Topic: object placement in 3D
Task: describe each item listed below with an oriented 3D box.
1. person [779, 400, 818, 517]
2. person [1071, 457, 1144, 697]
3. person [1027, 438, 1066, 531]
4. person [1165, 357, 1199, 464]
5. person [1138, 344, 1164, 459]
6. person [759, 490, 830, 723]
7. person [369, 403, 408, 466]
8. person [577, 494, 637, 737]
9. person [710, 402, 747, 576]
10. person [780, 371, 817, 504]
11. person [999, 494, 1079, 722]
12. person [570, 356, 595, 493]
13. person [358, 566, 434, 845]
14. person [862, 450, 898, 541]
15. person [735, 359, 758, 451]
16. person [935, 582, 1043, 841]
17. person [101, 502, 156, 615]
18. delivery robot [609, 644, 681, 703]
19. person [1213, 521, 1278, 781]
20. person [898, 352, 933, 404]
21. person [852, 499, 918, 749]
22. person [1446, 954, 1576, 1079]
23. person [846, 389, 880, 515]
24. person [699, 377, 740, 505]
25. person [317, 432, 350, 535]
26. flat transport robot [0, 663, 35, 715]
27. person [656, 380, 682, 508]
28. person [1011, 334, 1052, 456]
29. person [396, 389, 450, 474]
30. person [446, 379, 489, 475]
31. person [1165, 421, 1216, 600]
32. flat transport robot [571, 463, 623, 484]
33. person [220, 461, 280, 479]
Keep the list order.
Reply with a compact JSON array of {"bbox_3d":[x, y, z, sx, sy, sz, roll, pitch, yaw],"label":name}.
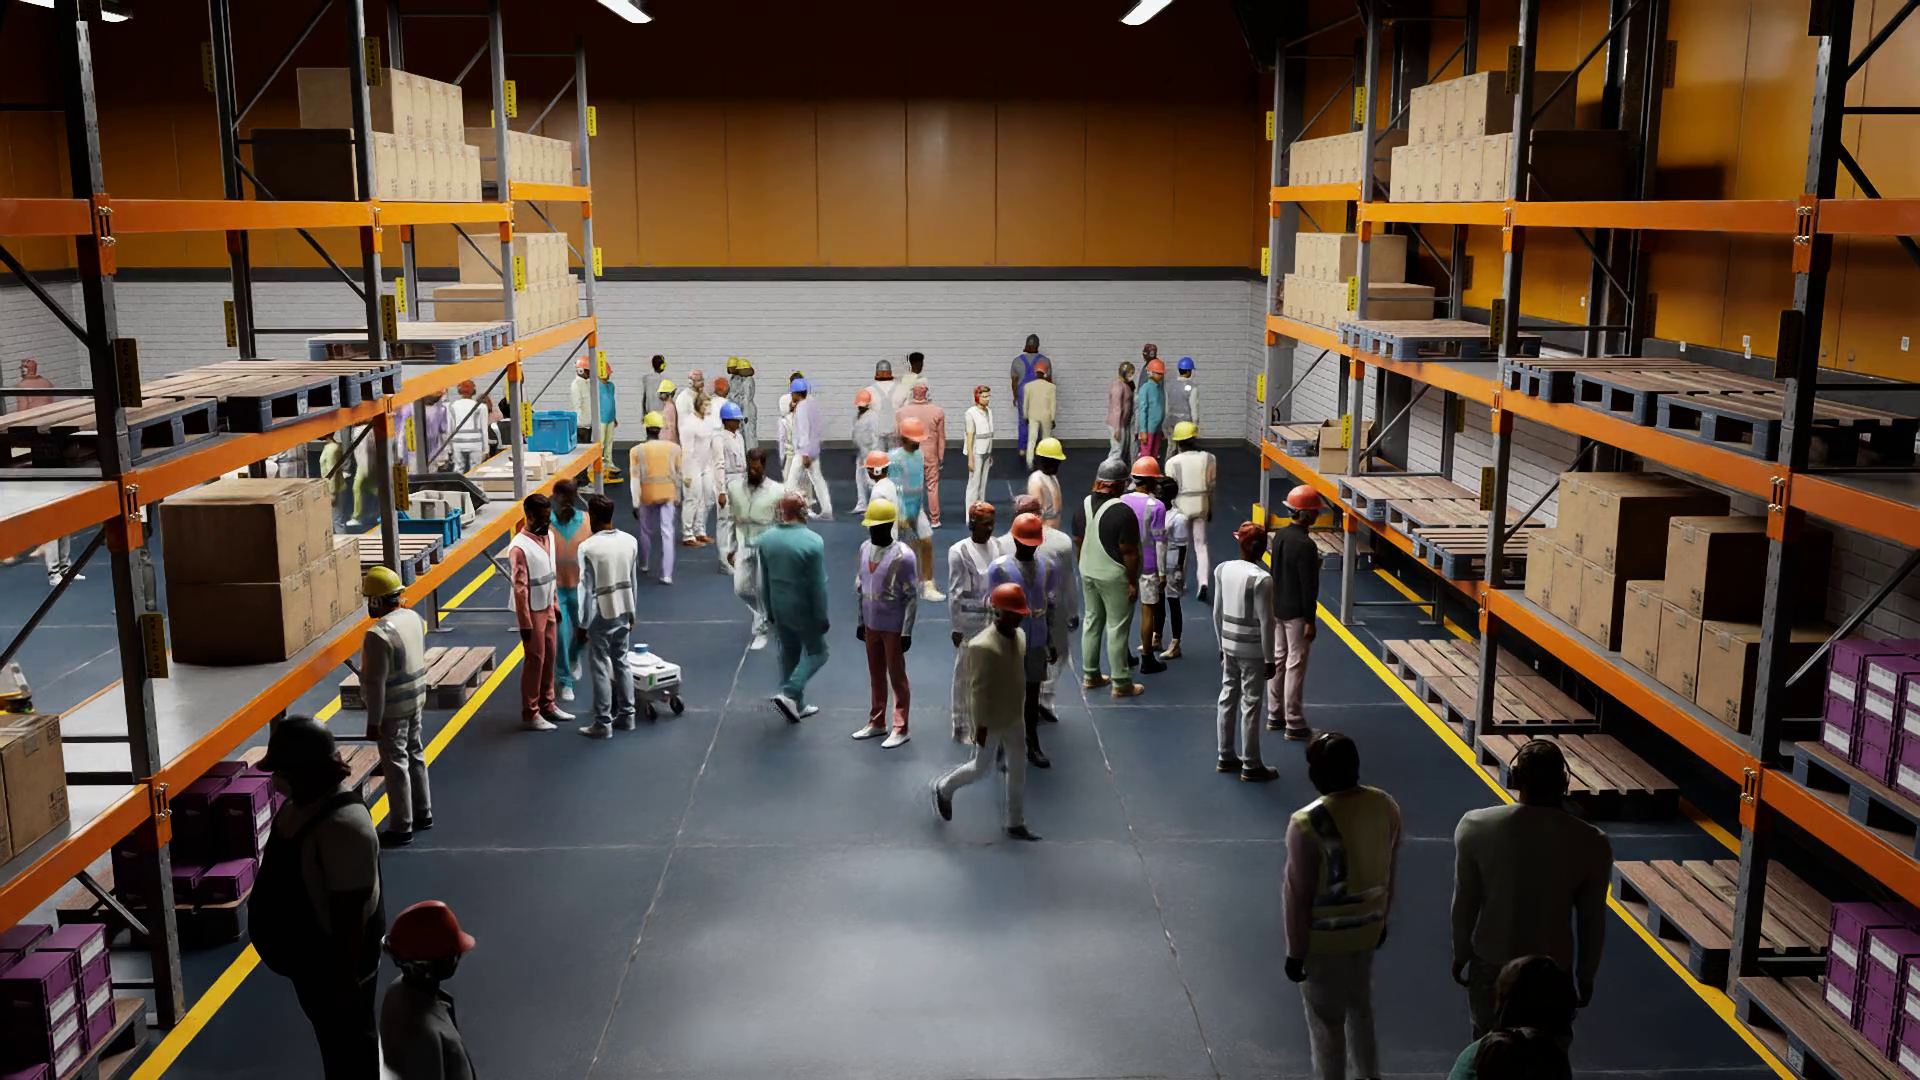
[{"bbox_3d":[-2.153,-1.085,22.159,0.543,1.615,0.558,-8,14,-35],"label":"person"},{"bbox_3d":[1.303,0.298,14.136,0.536,2.000,0.673,-9,14,-38],"label":"person"},{"bbox_3d":[0.829,-0.039,16.163,0.418,1.936,0.613,4,12,19],"label":"person"},{"bbox_3d":[3.281,-1.728,24.570,0.404,1.942,0.613,-10,15,-41],"label":"person"},{"bbox_3d":[3.126,-2.280,27.404,0.399,1.909,0.642,-2,12,-12],"label":"person"},{"bbox_3d":[-1.317,0.544,13.261,0.662,1.894,0.518,9,14,37],"label":"person"},{"bbox_3d":[-8.891,-1.996,25.832,0.650,1.962,0.598,-6,13,-28],"label":"person"},{"bbox_3d":[-2.742,0.590,13.021,0.396,1.908,0.599,7,13,31],"label":"person"},{"bbox_3d":[-2.593,-0.585,18.792,0.382,1.951,0.606,4,12,17],"label":"person"},{"bbox_3d":[-2.243,-1.407,23.111,0.521,1.874,0.328,1,11,6],"label":"person"},{"bbox_3d":[0.629,0.555,13.276,0.667,1.879,0.496,4,12,21],"label":"person"},{"bbox_3d":[-5.458,-1.678,24.181,0.388,1.987,0.608,0,11,-1],"label":"person"},{"bbox_3d":[-3.686,1.070,10.825,0.404,1.825,0.598,2,11,8],"label":"person"},{"bbox_3d":[-0.794,-0.027,16.526,0.353,1.743,0.560,1,11,6],"label":"person"},{"bbox_3d":[-3.407,-2.026,26.569,0.323,1.737,0.484,0,11,2],"label":"person"},{"bbox_3d":[0.190,1.104,10.908,0.711,1.728,0.564,9,15,39],"label":"person"},{"bbox_3d":[-8.433,-0.140,16.845,0.388,1.837,0.563,7,13,33],"label":"person"},{"bbox_3d":[-2.608,1.096,13.639,0.707,0.478,0.477,11,16,43],"label":"delivery robot"},{"bbox_3d":[2.070,0.797,12.021,0.355,1.887,0.573,-7,13,-33],"label":"person"},{"bbox_3d":[-0.586,-1.917,25.516,0.875,1.931,0.612,-8,14,-36],"label":"person"},{"bbox_3d":[-0.588,0.630,12.759,0.594,1.924,0.373,11,16,43],"label":"person"},{"bbox_3d":[1.660,2.162,5.063,0.373,1.935,0.628,10,15,41],"label":"person"},{"bbox_3d":[-1.272,-1.162,22.244,0.367,1.731,0.664,-7,13,-30],"label":"person"},{"bbox_3d":[-3.240,-1.257,22.373,0.603,1.871,0.540,7,13,31],"label":"person"},{"bbox_3d":[-7.236,-0.560,19.159,0.339,1.761,0.524,-4,12,-18],"label":"person"},{"bbox_3d":[-8.105,1.262,13.757,0.652,0.197,1.431,-8,14,-33],"label":"flat transport robot"},{"bbox_3d":[-4.009,-1.323,22.959,0.313,1.769,0.523,-2,11,-9],"label":"person"},{"bbox_3d":[1.207,-2.424,27.785,0.678,2.000,0.536,2,11,11],"label":"person"},{"bbox_3d":[-6.864,-1.108,21.317,0.680,1.991,0.664,9,14,37],"label":"person"},{"bbox_3d":[-6.554,-1.208,22.163,0.582,1.868,0.391,-1,11,-4],"label":"person"},{"bbox_3d":[2.444,-0.321,17.649,0.600,1.883,0.875,-2,11,-9],"label":"person"},{"bbox_3d":[-5.644,-1.039,25.297,0.652,0.197,1.431,-6,13,-27],"label":"flat transport robot"},{"bbox_3d":[-7.213,-0.169,16.997,0.561,1.837,0.390,-6,13,-29],"label":"person"}]
